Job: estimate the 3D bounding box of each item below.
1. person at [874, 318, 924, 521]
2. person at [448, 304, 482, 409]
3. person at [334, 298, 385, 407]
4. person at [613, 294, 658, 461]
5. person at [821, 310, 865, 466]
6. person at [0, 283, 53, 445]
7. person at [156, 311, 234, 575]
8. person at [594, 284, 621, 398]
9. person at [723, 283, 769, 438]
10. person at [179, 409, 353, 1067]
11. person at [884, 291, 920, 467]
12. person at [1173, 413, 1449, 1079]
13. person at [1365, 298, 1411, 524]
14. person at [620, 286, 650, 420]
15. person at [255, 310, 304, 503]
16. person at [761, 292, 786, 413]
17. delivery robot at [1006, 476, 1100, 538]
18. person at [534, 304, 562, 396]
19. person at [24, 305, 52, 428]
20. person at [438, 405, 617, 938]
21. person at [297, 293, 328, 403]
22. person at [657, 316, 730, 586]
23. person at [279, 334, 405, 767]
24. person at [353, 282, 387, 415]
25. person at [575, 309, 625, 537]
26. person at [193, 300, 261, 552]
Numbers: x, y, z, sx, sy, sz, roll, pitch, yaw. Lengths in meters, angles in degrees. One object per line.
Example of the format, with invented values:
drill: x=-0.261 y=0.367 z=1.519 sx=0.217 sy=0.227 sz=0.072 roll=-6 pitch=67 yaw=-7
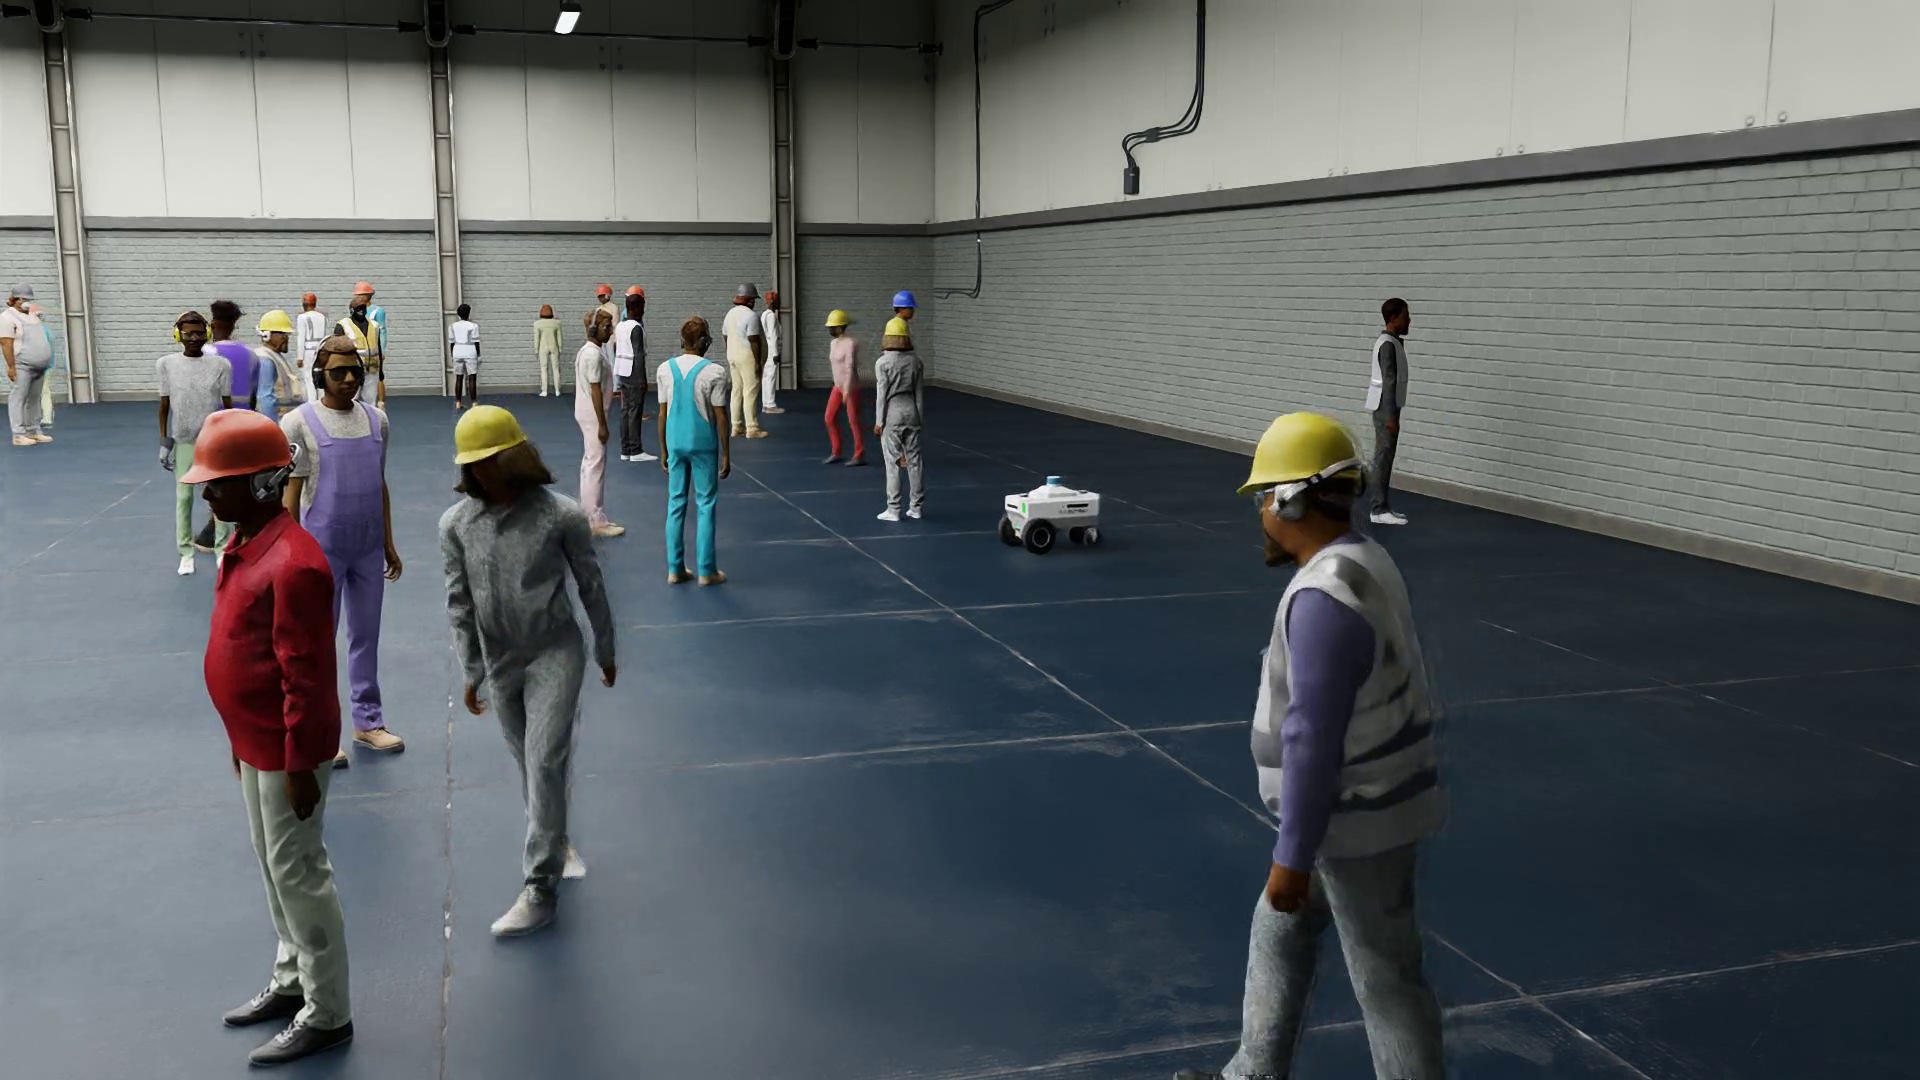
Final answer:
person: x=-0.537 y=-1.040 z=14.385 sx=0.493 sy=1.742 sz=0.322 roll=-7 pitch=11 yaw=-36
person: x=-7.900 y=-2.920 z=26.565 sx=0.536 sy=1.693 sz=0.320 roll=2 pitch=9 yaw=13
person: x=-7.693 y=-2.186 z=21.388 sx=0.429 sy=1.842 sz=0.634 roll=8 pitch=12 yaw=40
person: x=-3.757 y=-1.860 z=19.081 sx=0.392 sy=1.914 sz=0.587 roll=-6 pitch=11 yaw=-33
person: x=-1.291 y=-1.664 z=18.386 sx=0.568 sy=1.739 sz=0.536 roll=-7 pitch=11 yaw=-36
person: x=-11.738 y=-2.220 z=20.968 sx=0.535 sy=2.000 sz=0.684 roll=1 pitch=9 yaw=4
person: x=-5.380 y=-0.683 z=11.743 sx=0.517 sy=1.860 sz=0.348 roll=-4 pitch=10 yaw=-24
person: x=-6.214 y=-3.498 z=29.276 sx=0.400 sy=1.989 sz=0.623 roll=-9 pitch=12 yaw=-43
person: x=-2.778 y=-2.367 z=21.907 sx=0.535 sy=2.000 sz=0.684 roll=-7 pitch=12 yaw=-40
person: x=-1.853 y=0.519 z=4.450 sx=0.350 sy=1.743 sz=0.568 roll=-7 pitch=11 yaw=-36
person: x=-0.660 y=-1.784 z=18.521 sx=0.422 sy=1.951 sz=0.614 roll=0 pitch=9 yaw=0
person: x=0.807 y=0.611 z=3.775 sx=0.749 sy=1.777 sz=0.607 roll=3 pitch=9 yaw=16
person: x=3.663 y=-1.102 z=14.219 sx=0.392 sy=1.922 sz=0.592 roll=2 pitch=9 yaw=13
person: x=-4.830 y=-2.776 z=24.715 sx=0.415 sy=1.985 sz=0.611 roll=-6 pitch=10 yaw=-32
person: x=-5.505 y=-0.931 z=13.422 sx=0.404 sy=1.828 sz=0.592 roll=-2 pitch=9 yaw=-15
person: x=-2.931 y=-2.914 z=25.898 sx=0.337 sy=1.882 sz=0.585 roll=-3 pitch=9 yaw=-18
delivery robot: x=0.721 y=-0.248 z=12.813 sx=0.707 sy=0.478 sz=0.477 roll=-4 pitch=10 yaw=-24
person: x=-7.326 y=-3.370 z=29.603 sx=0.499 sy=1.633 sz=0.286 roll=-4 pitch=10 yaw=-26
person: x=-12.962 y=-2.415 z=23.166 sx=0.553 sy=1.731 sz=0.597 roll=1 pitch=9 yaw=8
person: x=-1.405 y=0.388 z=5.477 sx=0.501 sy=1.705 sz=0.776 roll=1 pitch=9 yaw=8
person: x=-9.690 y=-2.753 z=24.915 sx=0.361 sy=1.880 sz=0.578 roll=3 pitch=9 yaw=20
person: x=-1.795 y=-0.595 z=11.273 sx=0.516 sy=1.835 sz=0.357 roll=2 pitch=9 yaw=14
person: x=-2.652 y=0.042 z=7.163 sx=0.328 sy=1.844 sz=0.511 roll=7 pitch=11 yaw=36
person: x=-8.979 y=-2.889 z=25.232 sx=0.610 sy=2.042 sz=0.396 roll=4 pitch=10 yaw=26
person: x=-2.943 y=-0.948 z=13.491 sx=0.347 sy=1.841 sz=0.505 roll=-3 pitch=9 yaw=-19
person: x=-5.631 y=-0.844 z=12.580 sx=0.612 sy=1.932 sz=0.661 roll=3 pitch=9 yaw=18
